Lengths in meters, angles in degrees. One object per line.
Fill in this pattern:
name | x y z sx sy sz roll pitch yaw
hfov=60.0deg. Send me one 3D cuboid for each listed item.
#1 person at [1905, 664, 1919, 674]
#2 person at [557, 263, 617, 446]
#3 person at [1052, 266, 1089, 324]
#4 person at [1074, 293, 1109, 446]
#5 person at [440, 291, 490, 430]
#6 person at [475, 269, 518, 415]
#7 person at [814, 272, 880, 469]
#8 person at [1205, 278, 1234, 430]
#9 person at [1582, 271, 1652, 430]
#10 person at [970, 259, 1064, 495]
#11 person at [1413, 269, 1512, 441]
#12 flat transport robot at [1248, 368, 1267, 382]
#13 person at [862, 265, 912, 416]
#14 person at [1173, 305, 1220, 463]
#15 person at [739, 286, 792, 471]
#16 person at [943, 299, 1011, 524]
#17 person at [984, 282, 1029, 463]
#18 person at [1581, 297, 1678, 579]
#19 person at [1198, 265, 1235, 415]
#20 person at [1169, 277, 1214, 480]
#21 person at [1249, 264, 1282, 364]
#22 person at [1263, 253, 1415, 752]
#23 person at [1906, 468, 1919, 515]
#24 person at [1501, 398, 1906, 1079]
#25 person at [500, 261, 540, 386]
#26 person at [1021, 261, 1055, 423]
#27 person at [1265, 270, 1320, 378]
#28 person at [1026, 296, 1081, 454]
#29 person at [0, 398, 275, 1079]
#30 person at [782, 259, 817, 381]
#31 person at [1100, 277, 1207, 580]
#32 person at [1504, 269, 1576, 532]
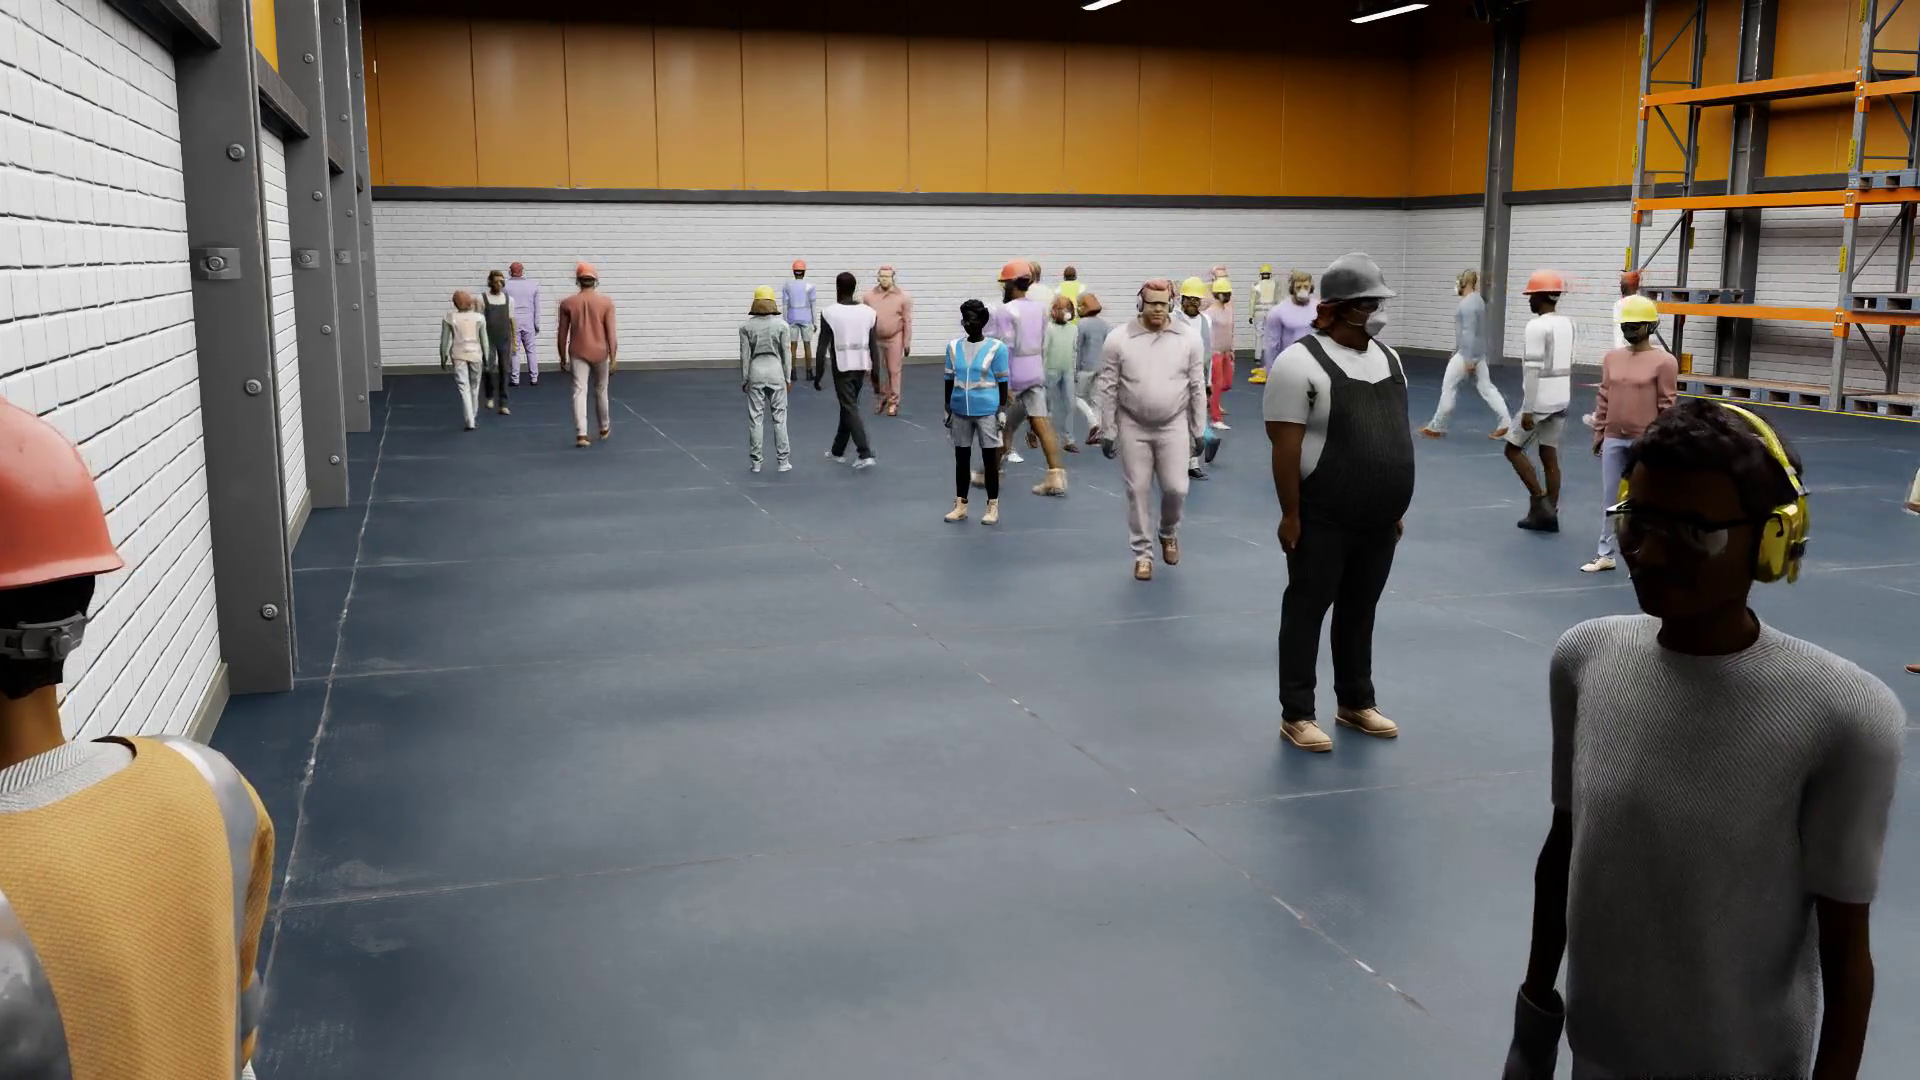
person | 4.760 -0.226 7.786 0.329 1.872 0.507 1 10 7
person | -3.996 -1.994 17.847 0.646 1.926 1.111 -1 10 -7
person | 1.779 -3.514 26.962 0.636 1.848 0.473 1 10 4
person | 1.363 -1.794 17.567 0.527 1.618 0.357 -8 13 -40
person | -5.780 -2.091 19.386 0.535 1.586 0.870 -6 11 -29
person | -5.861 -2.495 21.020 0.538 1.835 0.441 -5 11 -29
person | -1.068 -1.626 15.925 0.606 1.867 1.041 -7 12 -35
person | 2.956 -2.167 19.338 0.522 1.755 0.533 8 13 40
person | 7.540 -2.114 18.827 0.577 1.828 0.998 -4 10 -20
person | 0.511 -1.378 14.114 0.630 1.989 1.051 -9 13 -43
person | 5.583 -2.006 18.127 1.090 1.884 0.620 6 11 30
flat transport robot | 5.121 -2.628 26.314 0.652 0.197 1.431 6 11 30
person | -0.927 -2.484 20.797 0.678 1.889 0.435 2 10 9
person | 2.069 -1.599 15.941 0.803 1.804 0.614 5 11 25
person | -1.812 -1.505 15.580 0.484 1.735 0.310 0 10 -2
person | 0.114 -0.963 12.552 0.541 1.695 0.316 5 11 24
person | 0.489 -1.687 16.180 0.630 1.888 0.536 -7 12 -37
person | 4.226 -0.638 10.475 0.311 1.768 0.522 -7 12 -37
person | 3.224 -2.535 21.097 0.649 1.890 0.564 -7 12 -36
person | 2.041 -1.429 14.875 0.591 1.828 0.404 -6 11 -31
person | 5.623 -4.160 30.679 0.599 1.827 0.403 0 10 -2
person | 1.612 -0.154 6.876 0.688 2.000 0.539 -6 11 -31
person | 7.704 -0.923 12.634 0.516 1.587 0.899 -7 12 -35
person | 0.967 0.732 2.268 0.332 1.863 0.509 -6 12 -32
person | -6.769 -3.308 25.518 0.642 1.909 0.399 -6 11 -29
person | 0.890 -2.371 20.005 0.353 1.937 0.635 8 13 39
person | 3.204 -1.575 15.602 0.644 1.882 1.063 -2 10 -11
person | 0.973 -1.710 17.123 0.507 1.603 0.711 -6 12 -33
person | -0.844 0.822 1.526 0.362 1.935 0.553 1 10 6
person | -2.556 -3.512 26.624 0.551 1.932 0.378 0 10 1
person | 1.213 -0.700 10.477 0.669 1.891 0.481 1 10 5
person | 4.254 -1.006 12.152 0.566 1.918 0.434 -8 13 -38
